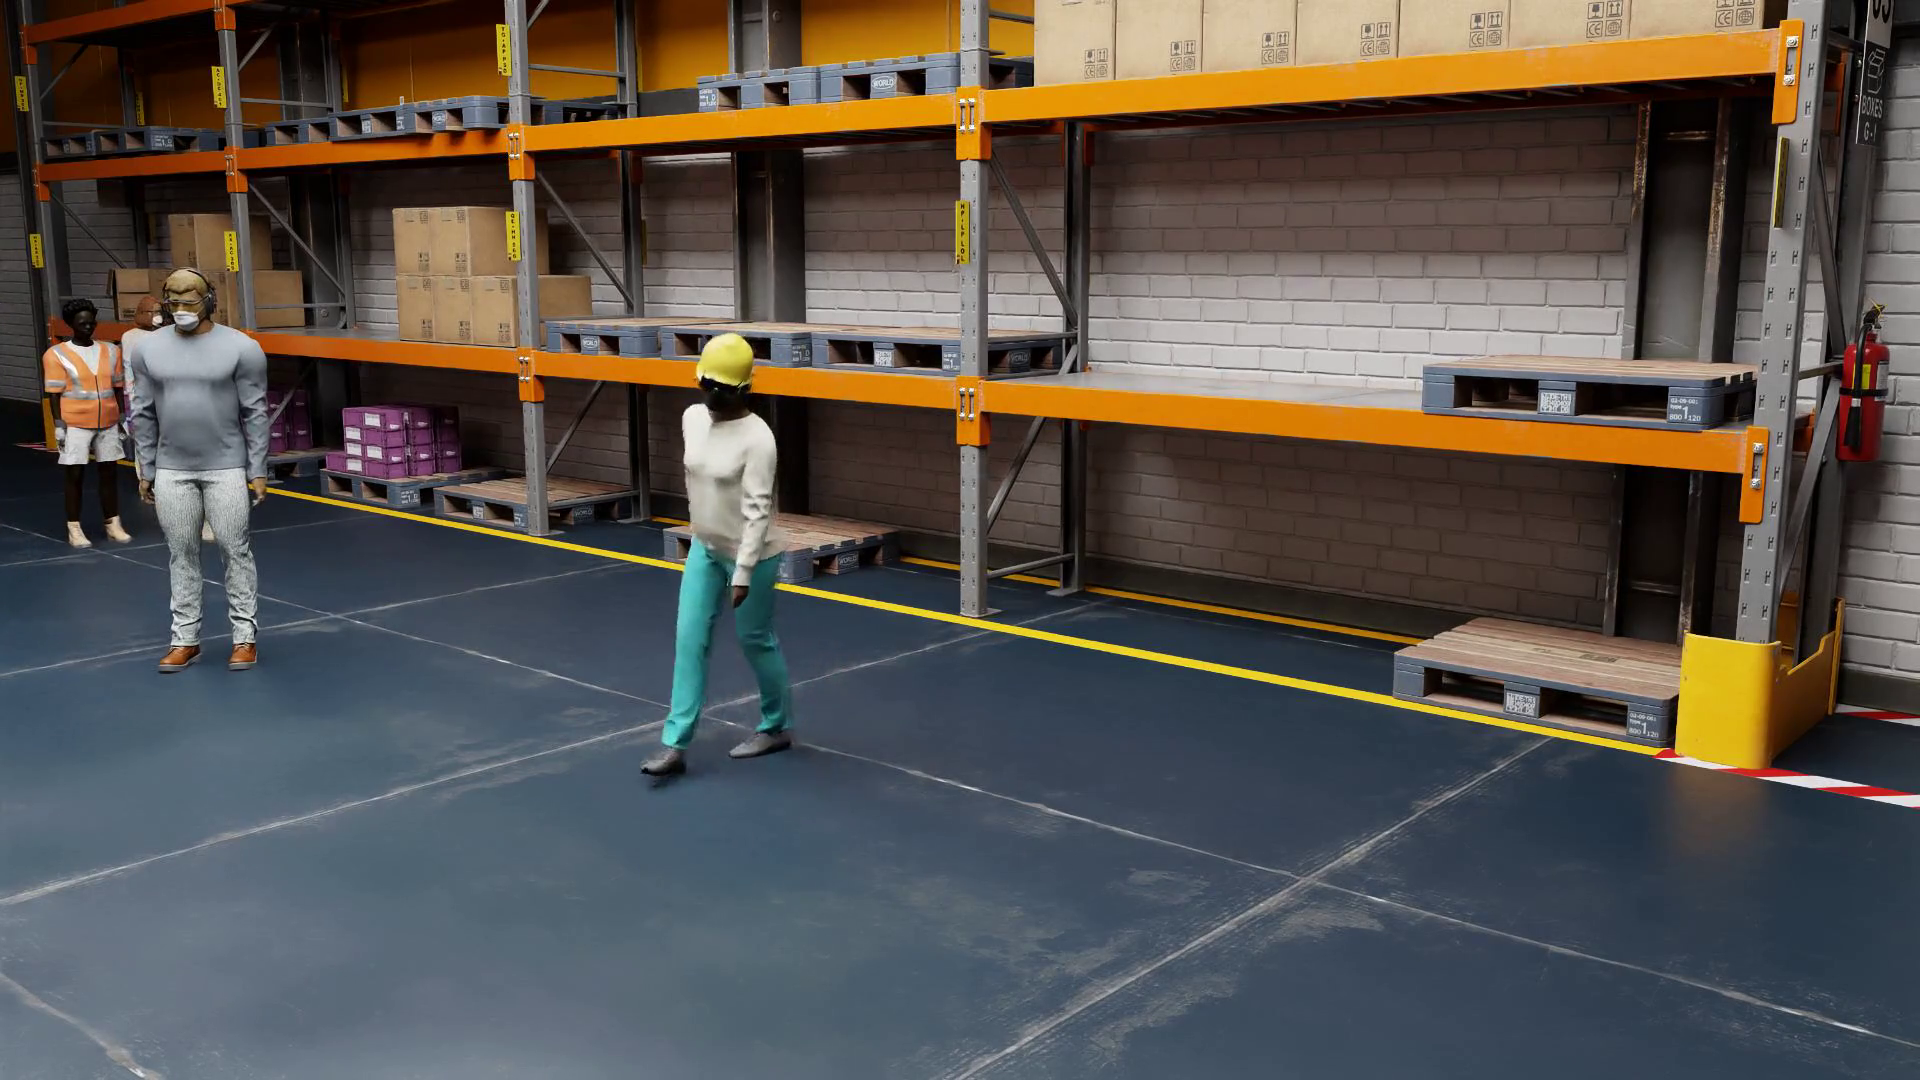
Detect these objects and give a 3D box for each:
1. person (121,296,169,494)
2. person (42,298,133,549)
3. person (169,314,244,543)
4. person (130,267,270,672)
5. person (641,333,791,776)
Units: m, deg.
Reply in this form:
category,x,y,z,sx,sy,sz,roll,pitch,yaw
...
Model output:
category,x,y,z,sx,sy,sz,roll,pitch,yaw
person,-6.671,-1.199,13.790,0.277,1.629,0.497,6,12,33
person,-5.904,-0.787,11.271,0.322,1.690,0.536,7,12,35
person,-5.164,-0.803,11.359,0.453,1.669,0.558,5,11,27
person,-3.622,-0.329,7.961,0.628,1.935,0.373,-1,10,-7
person,-0.929,0.067,6.325,0.590,1.704,0.816,7,12,37
